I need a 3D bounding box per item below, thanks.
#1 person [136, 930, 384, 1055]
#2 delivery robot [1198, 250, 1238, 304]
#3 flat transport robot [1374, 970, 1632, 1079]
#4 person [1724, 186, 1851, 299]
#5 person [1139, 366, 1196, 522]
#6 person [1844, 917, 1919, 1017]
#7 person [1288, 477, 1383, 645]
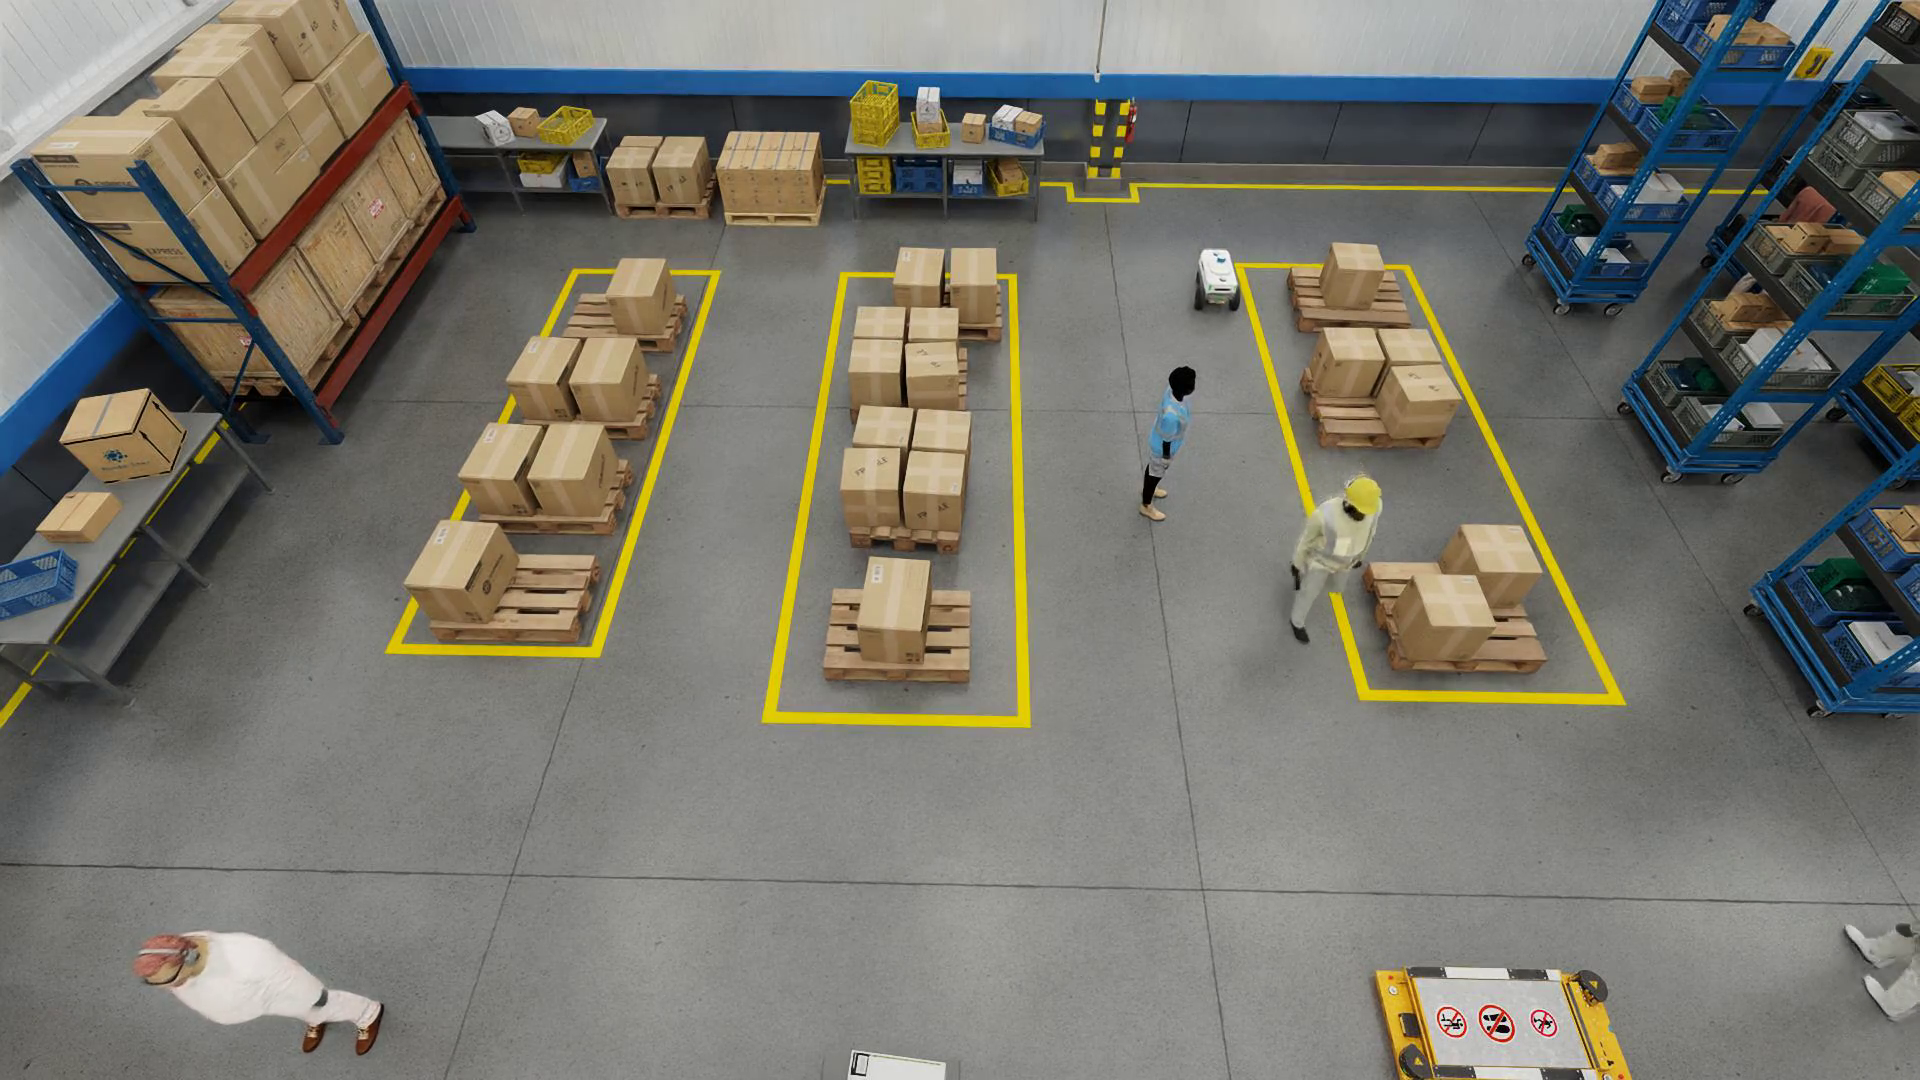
[{"bbox_3d":[-4.019,2.621,5.292,0.653,1.900,0.399,3,51,2],"label":"person"},{"bbox_3d":[3.032,-3.133,10.782,0.477,0.478,0.707,1,51,1],"label":"delivery robot"},{"bbox_3d":[3.501,3.133,5.914,1.431,0.197,0.652,1,51,1],"label":"flat transport robot"},{"bbox_3d":[9.037,-3.146,9.939,0.410,1.980,0.629,-18,53,-14],"label":"person"},{"bbox_3d":[1.866,-0.883,8.273,0.320,1.697,0.532,11,52,8],"label":"person"},{"bbox_3d":[6.091,2.424,5.637,0.514,1.592,0.668,-4,51,-3],"label":"person"},{"bbox_3d":[2.968,0.093,7.403,0.611,1.813,0.580,-11,52,-9],"label":"person"}]
